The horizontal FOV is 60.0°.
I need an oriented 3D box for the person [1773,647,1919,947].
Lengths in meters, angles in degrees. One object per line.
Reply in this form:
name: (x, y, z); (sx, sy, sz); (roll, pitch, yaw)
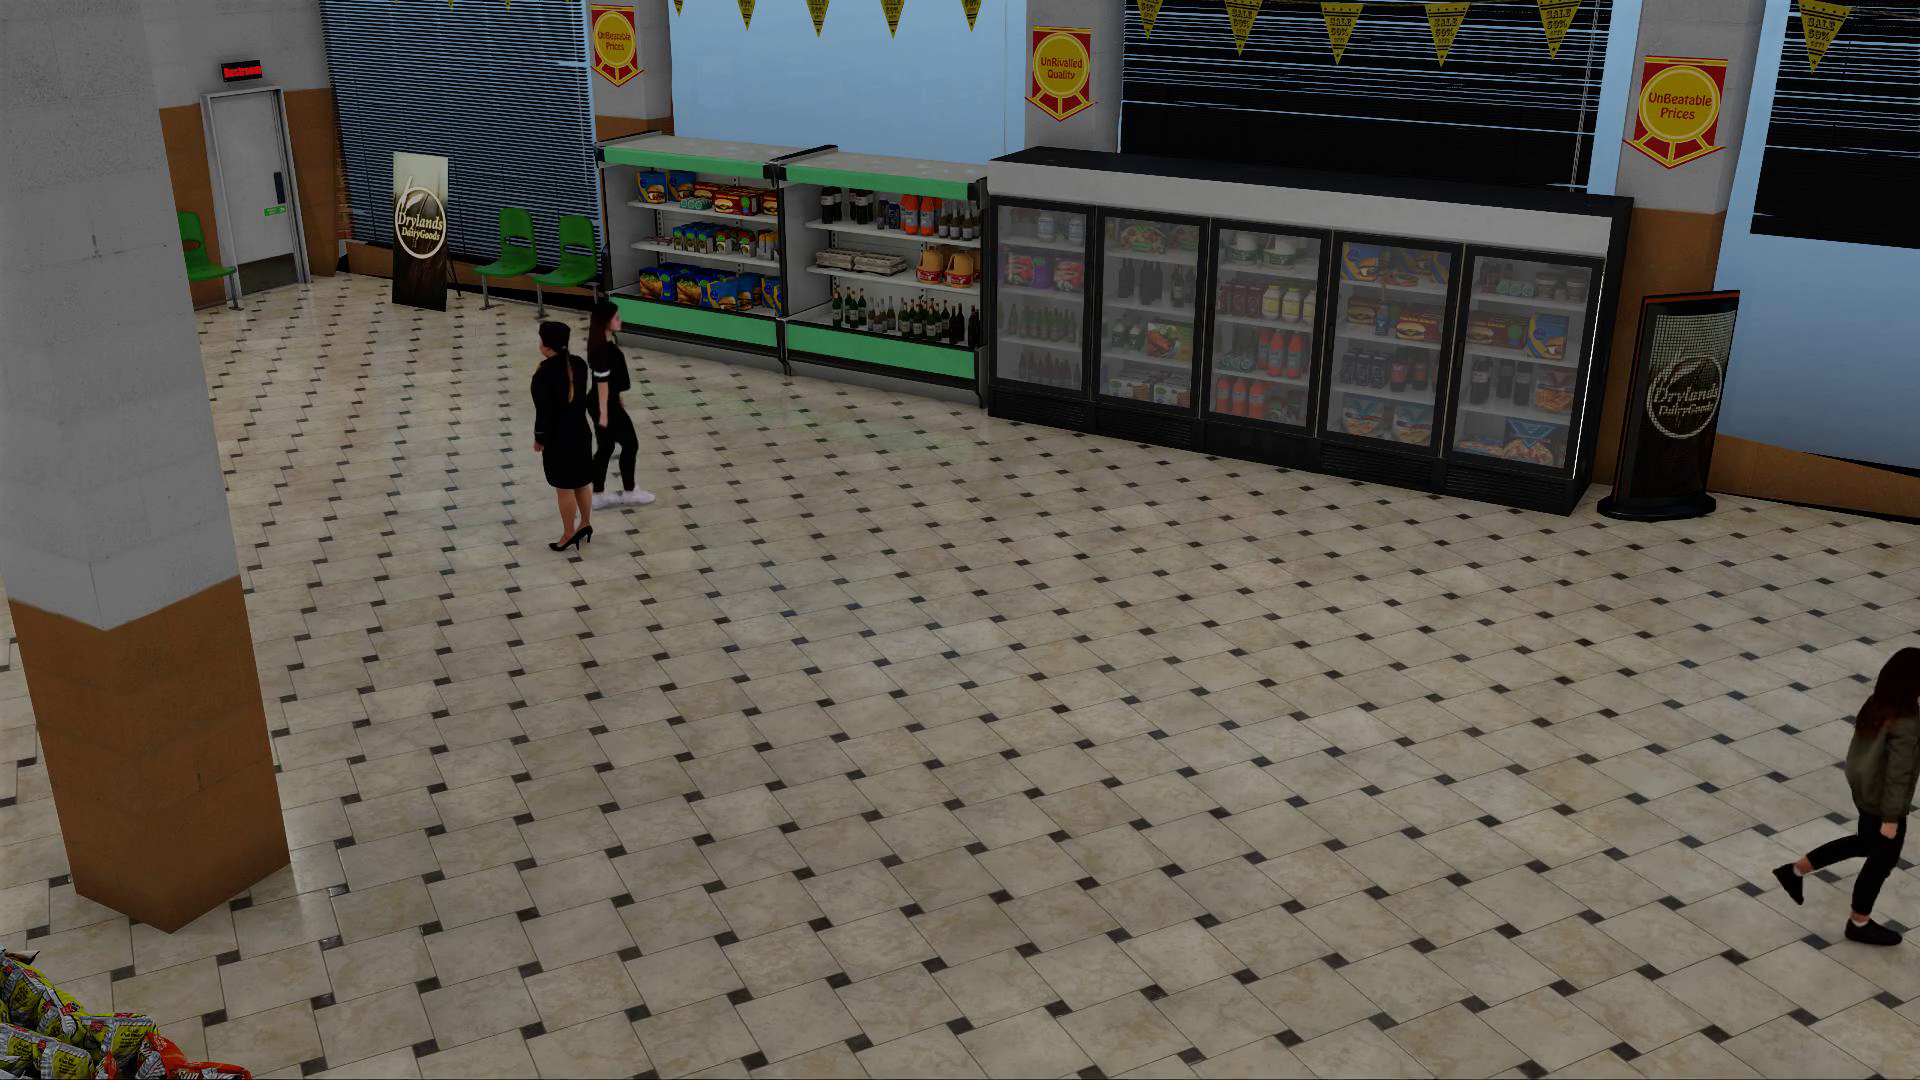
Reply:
person: (4.063, 1.150, 7.485); (0.854, 1.465, 0.698); (6, 23, 16)

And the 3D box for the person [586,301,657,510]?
person: (-2.757, -0.997, 12.618); (0.864, 1.622, 0.807); (-7, 23, -16)

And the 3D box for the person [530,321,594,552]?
person: (-2.833, -0.736, 11.903); (0.638, 1.671, 0.707); (10, 24, 23)
